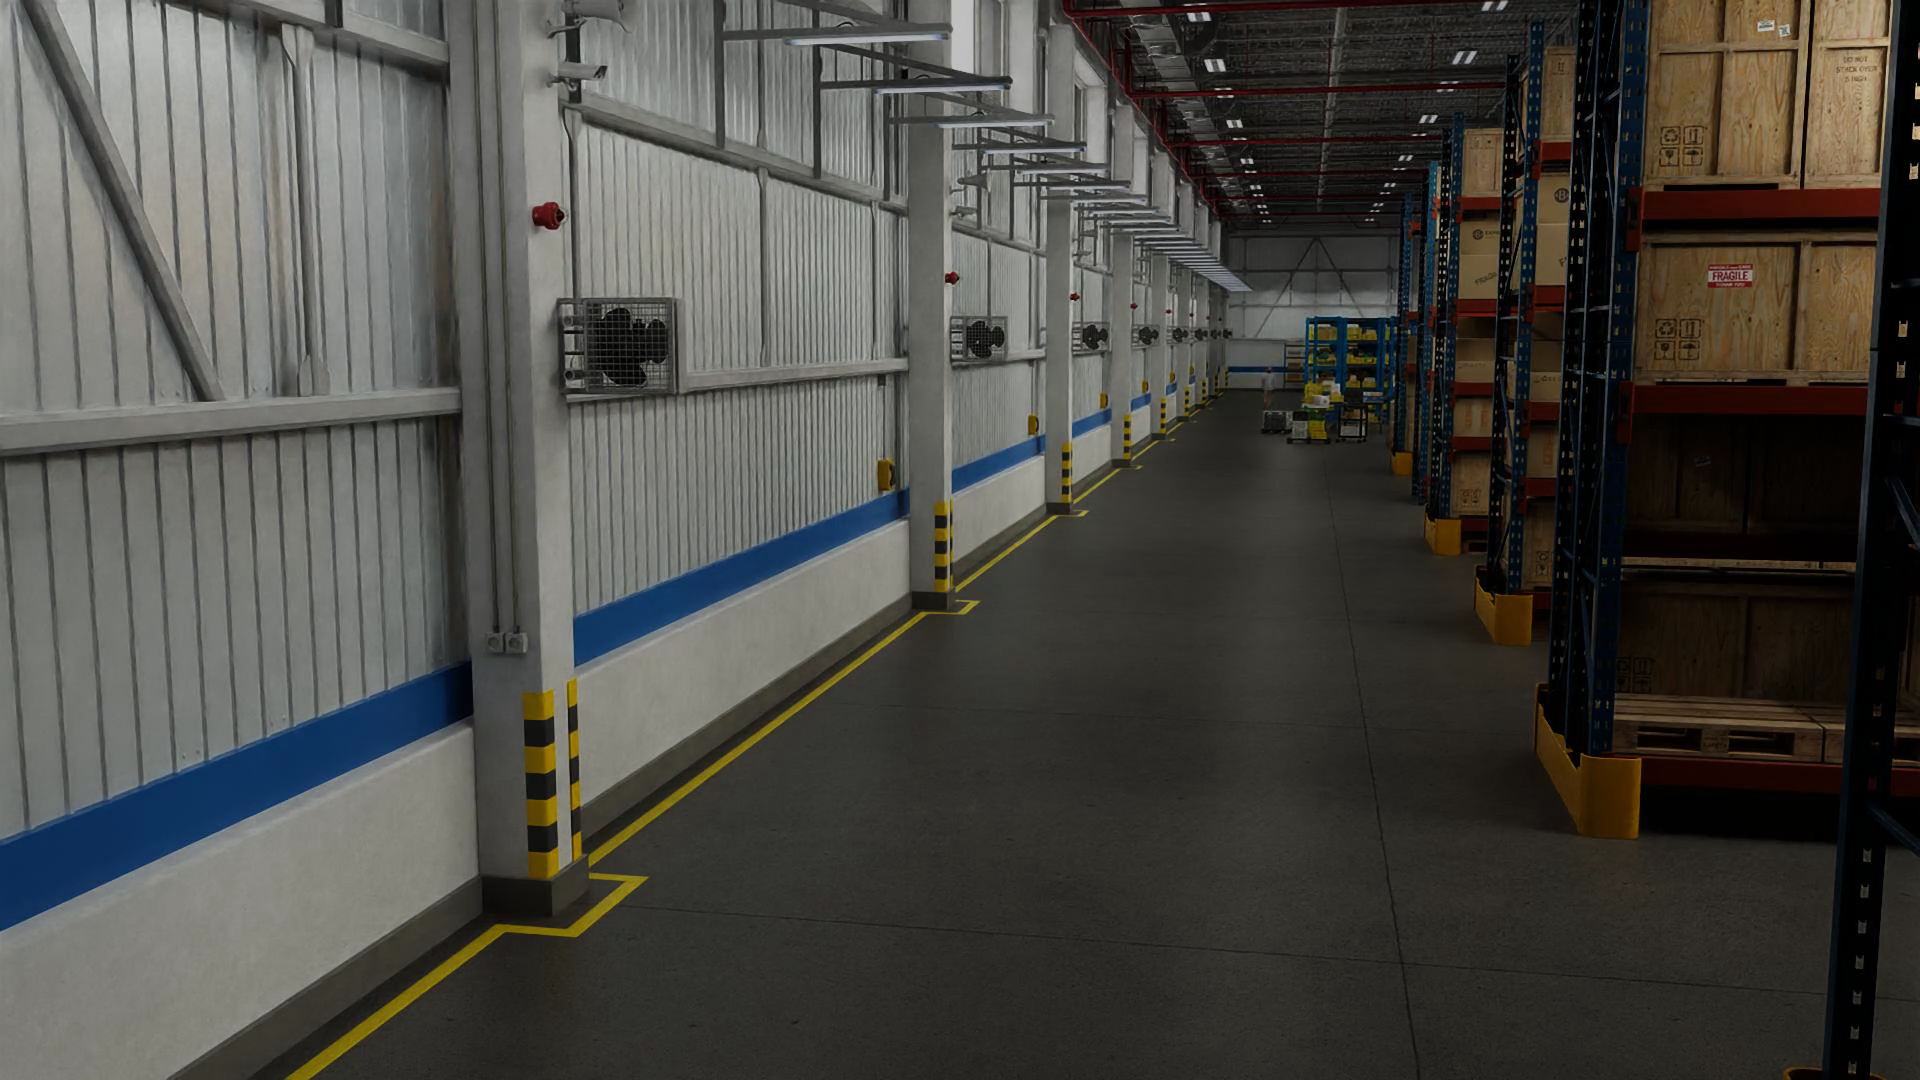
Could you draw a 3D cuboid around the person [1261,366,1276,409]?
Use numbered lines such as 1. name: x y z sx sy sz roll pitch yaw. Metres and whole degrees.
1. person: 12.510 -6.167 67.320 0.590 1.726 0.576 2 7 16
